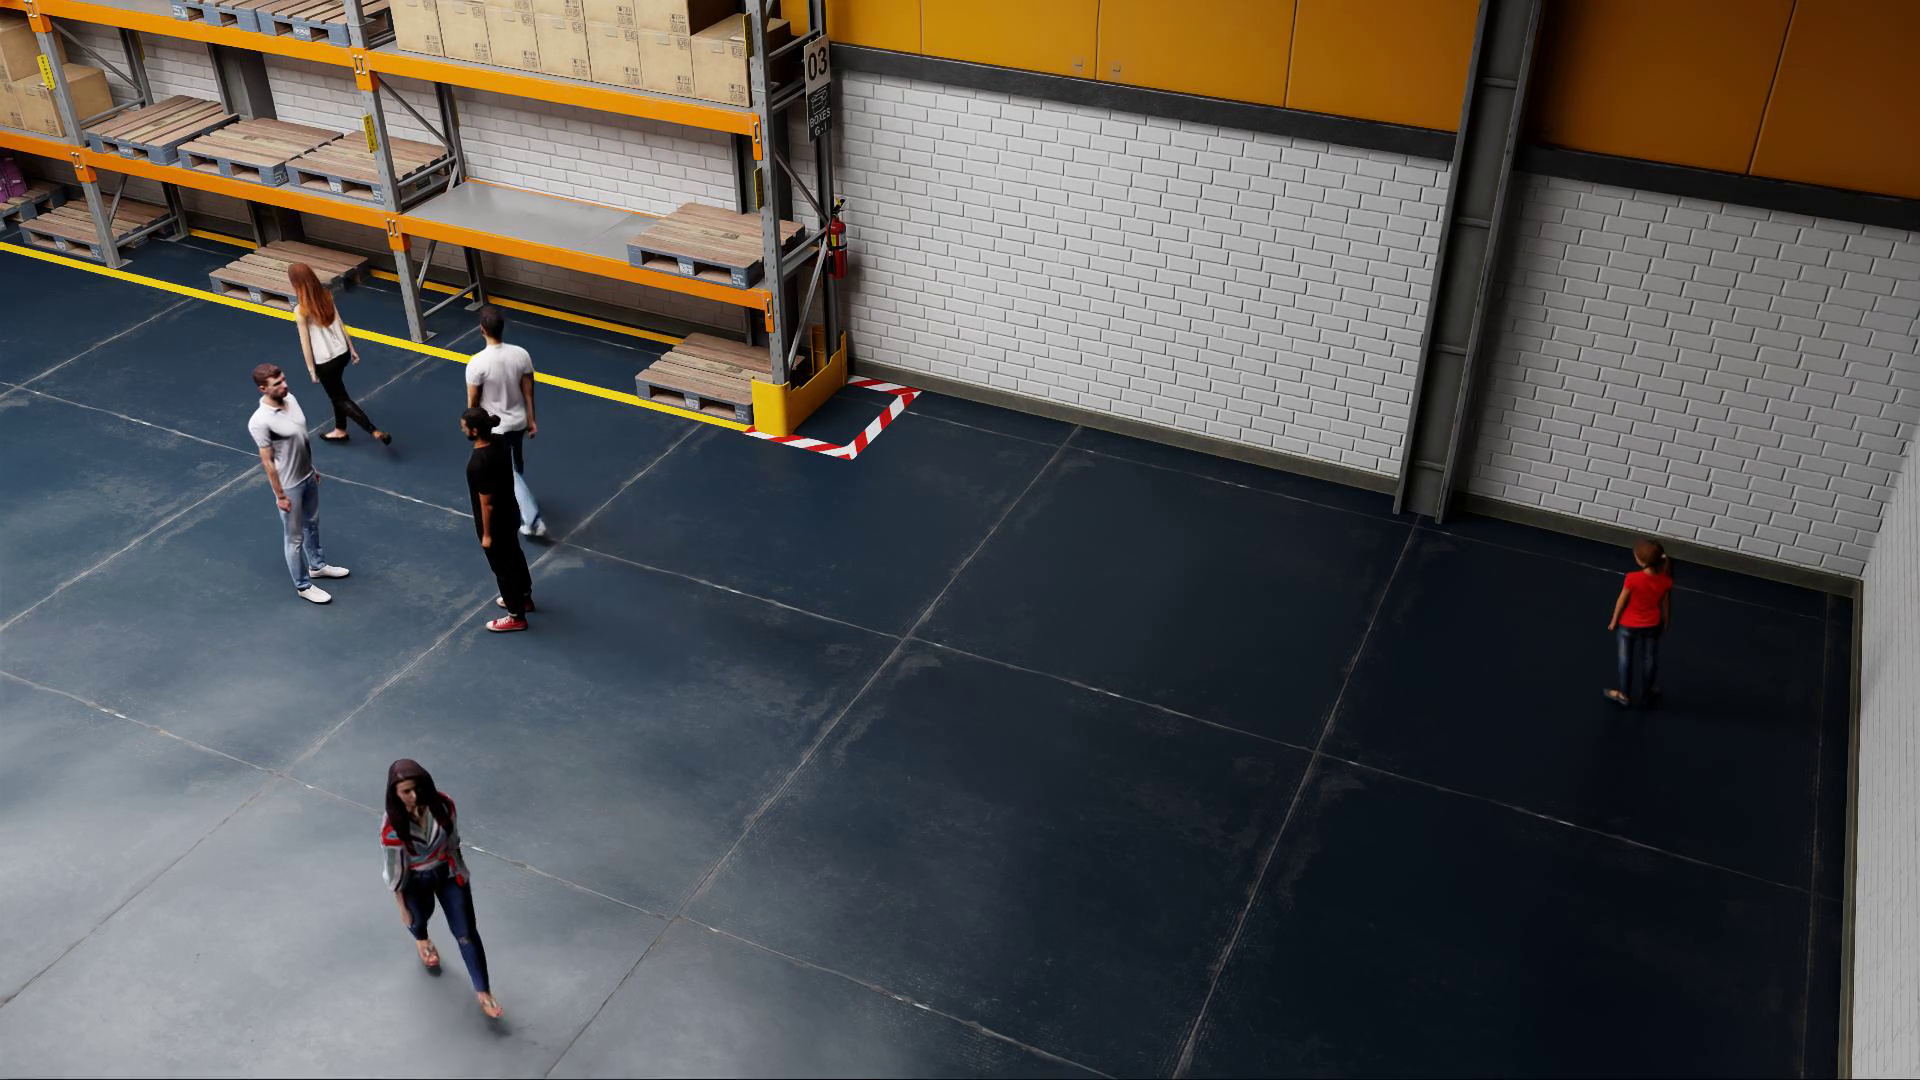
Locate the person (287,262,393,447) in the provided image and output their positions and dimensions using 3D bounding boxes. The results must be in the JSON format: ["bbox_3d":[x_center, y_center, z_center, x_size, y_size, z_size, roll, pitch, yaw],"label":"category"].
[{"bbox_3d":[-5.099,-1.466,13.688,1.038,1.685,0.698,13,36,18],"label":"person"}]

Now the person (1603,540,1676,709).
[{"bbox_3d":[4.527,0.562,10.993,0.536,1.291,0.723,7,34,11],"label":"person"}]

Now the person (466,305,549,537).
[{"bbox_3d":[-3.429,-0.853,12.642,1.240,1.822,0.923,29,43,36],"label":"person"}]

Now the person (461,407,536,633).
[{"bbox_3d":[-3.237,-0.159,11.656,0.687,1.757,0.702,1,34,2],"label":"person"}]

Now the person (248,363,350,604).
[{"bbox_3d":[-4.812,-0.436,11.988,0.645,1.851,0.709,5,34,7],"label":"person"}]

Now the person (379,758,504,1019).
[{"bbox_3d":[-2.876,1.783,8.906,0.926,1.567,1.176,-24,41,-32],"label":"person"}]
